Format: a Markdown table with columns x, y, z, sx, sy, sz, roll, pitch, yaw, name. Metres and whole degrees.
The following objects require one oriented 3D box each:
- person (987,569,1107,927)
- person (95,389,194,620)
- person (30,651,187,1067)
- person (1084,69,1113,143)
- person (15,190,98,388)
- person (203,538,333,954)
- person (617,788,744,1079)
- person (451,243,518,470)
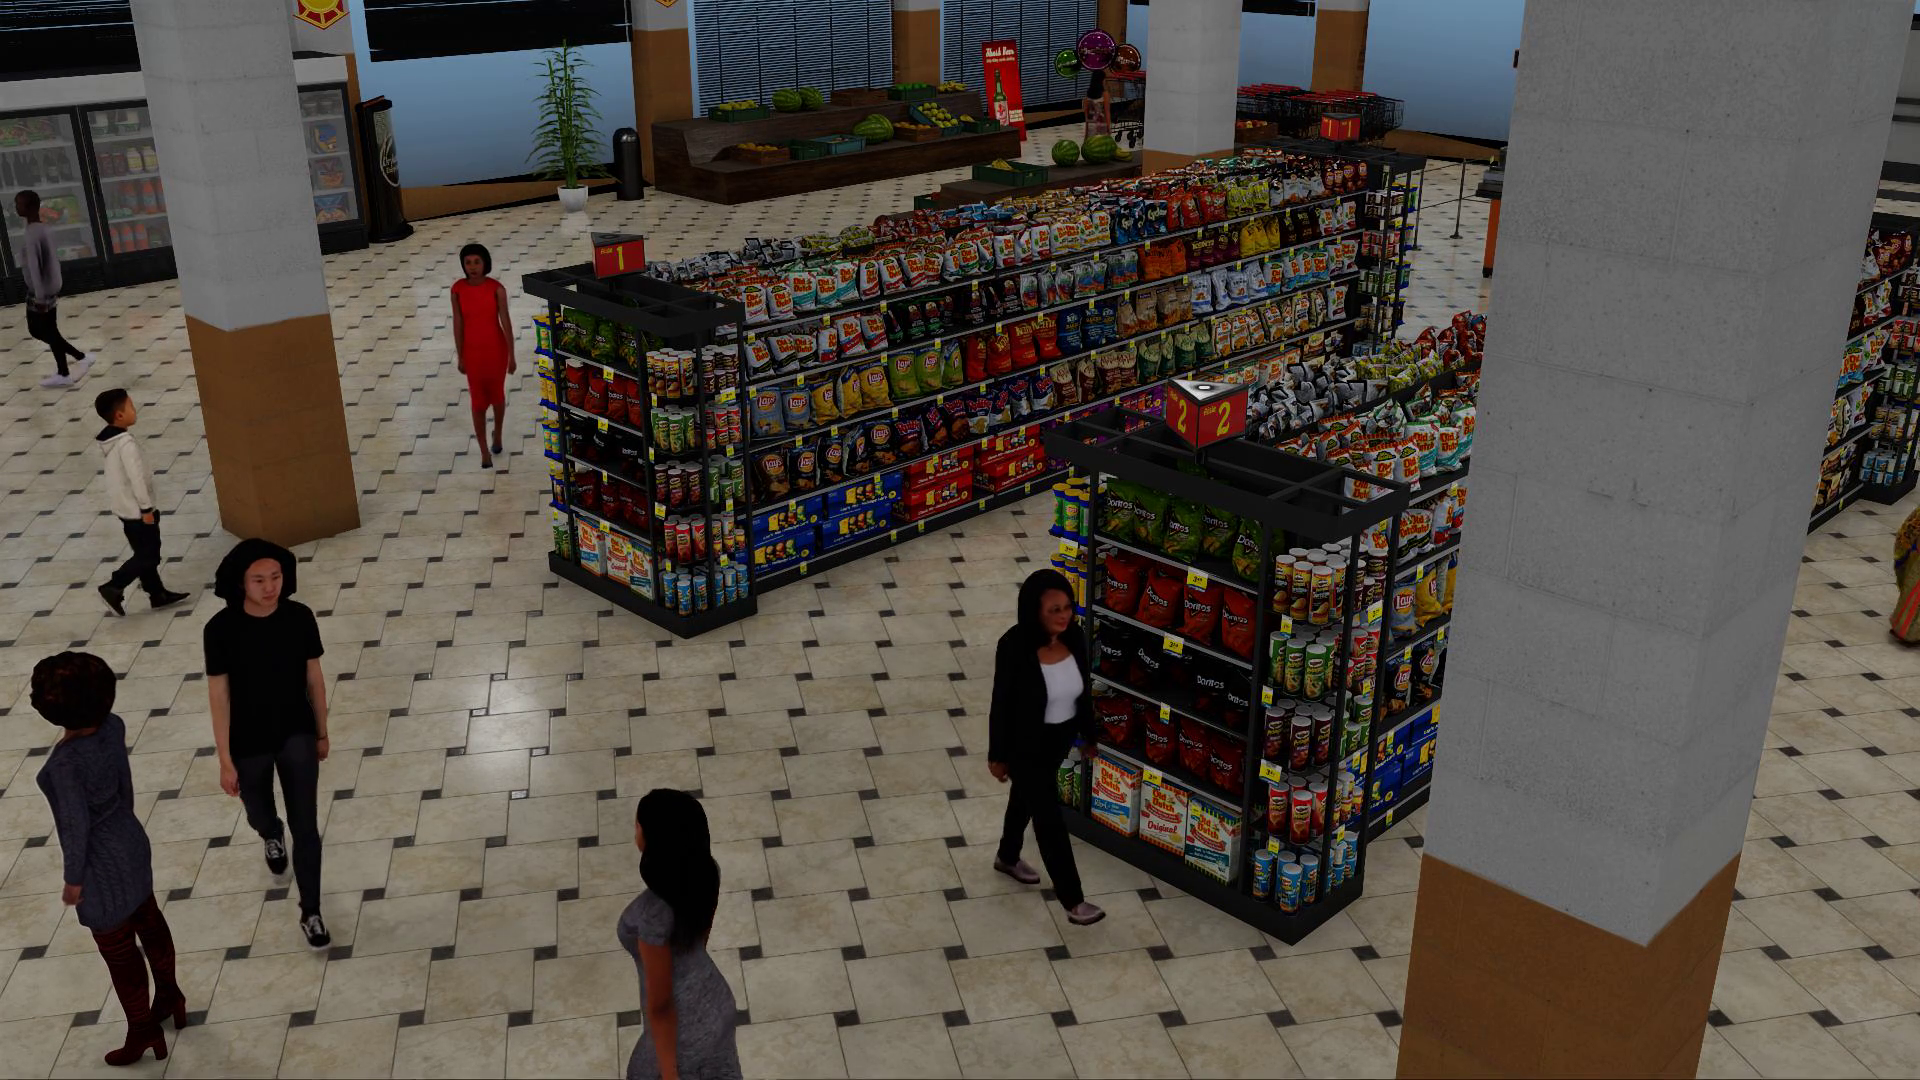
| x | y | z | sx | sy | sz | roll | pitch | yaw | name |
| --- | --- | --- | --- | --- | --- | --- | --- | --- | --- |
| 0.283 | 0.860 | 7.334 | 0.910 | 1.585 | 0.718 | -20 | 30 | -41 | person |
| -5.106 | -0.199 | 10.154 | 0.785 | 1.446 | 0.608 | -19 | 29 | -39 | person |
| -3.223 | 1.205 | 6.306 | 0.719 | 1.711 | 0.647 | 1 | 22 | 4 | person |
| 2.027 | -6.123 | 24.635 | 0.663 | 1.642 | 0.541 | 18 | 28 | 37 | person |
| -8.003 | -2.201 | 14.715 | 0.885 | 1.763 | 0.807 | -7 | 23 | -17 | person |
| -2.979 | 0.818 | 7.159 | 1.147 | 1.794 | 0.933 | -10 | 24 | -24 | person |
| -0.770 | 1.615 | 5.258 | 0.925 | 1.732 | 1.150 | 10 | 24 | 23 | person |
| -3.662 | -1.432 | 12.882 | 1.099 | 1.702 | 1.035 | -5 | 22 | -11 | person |
